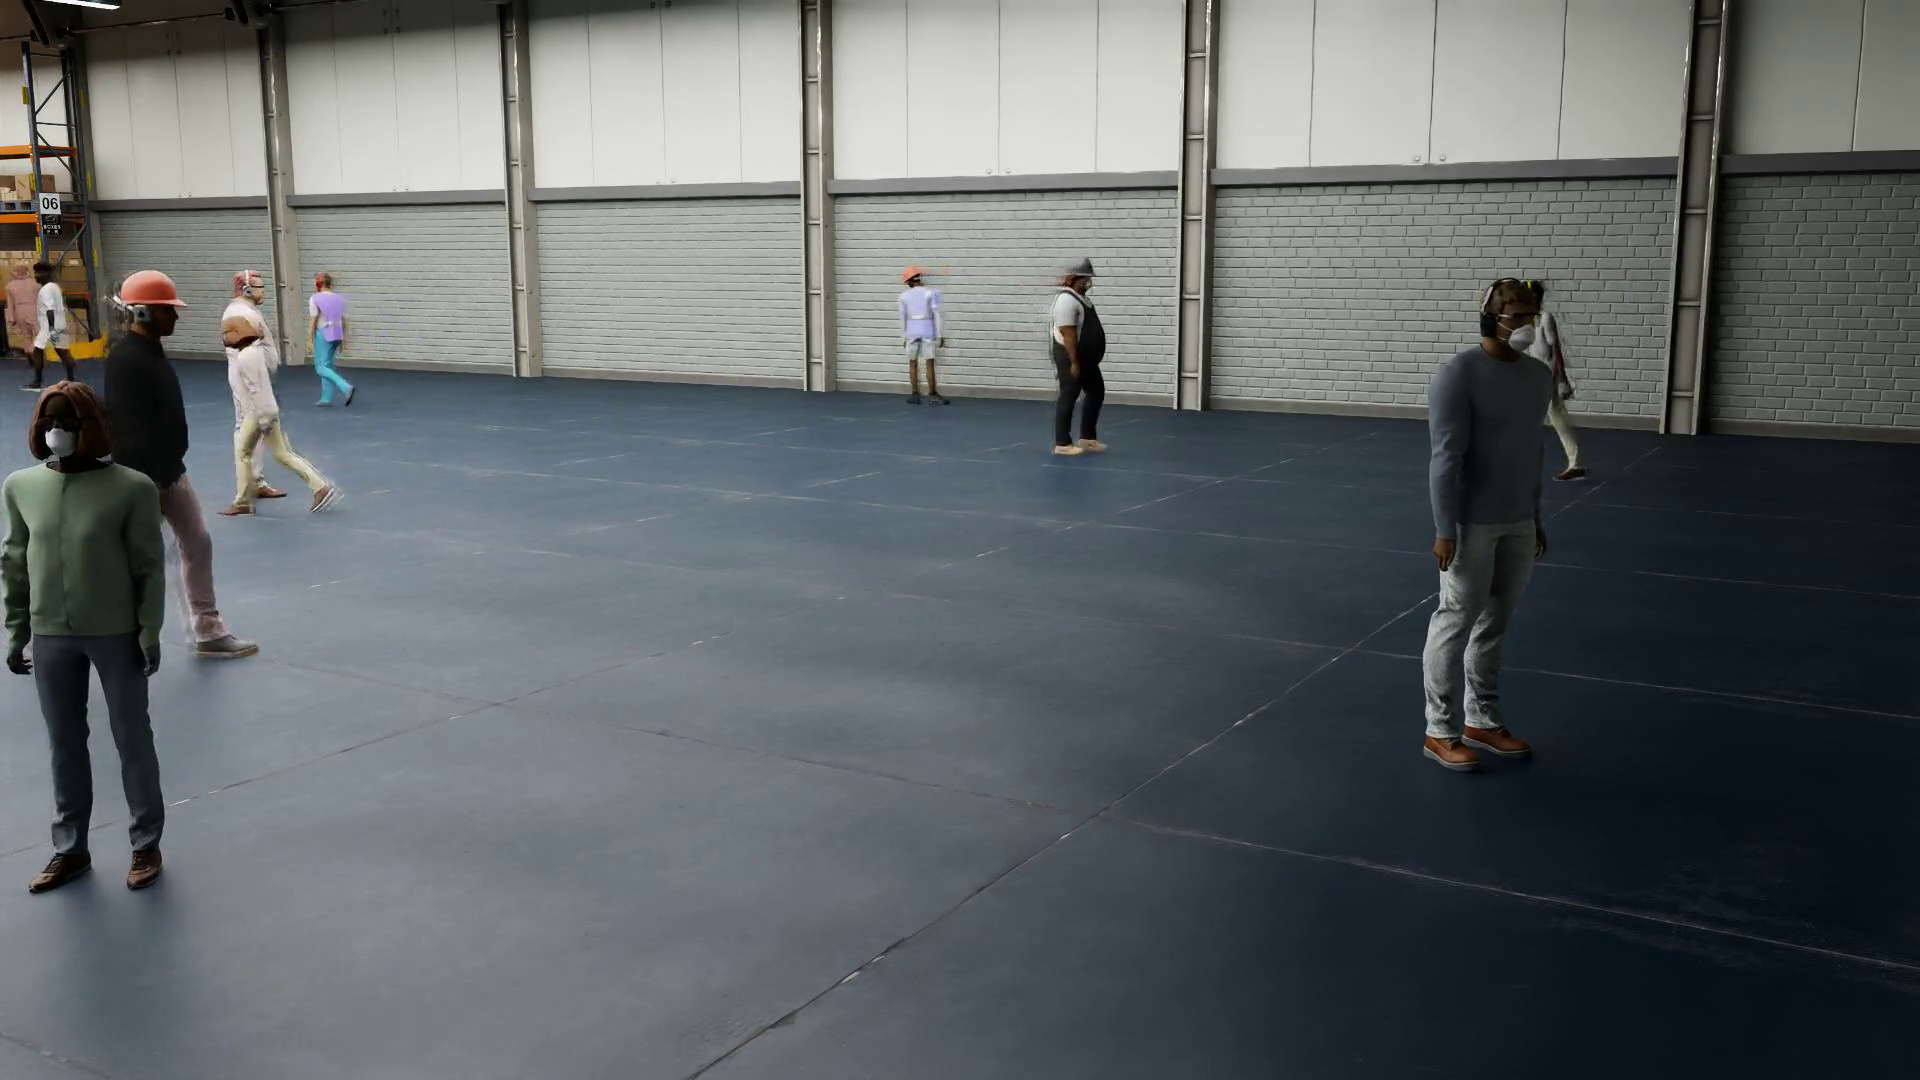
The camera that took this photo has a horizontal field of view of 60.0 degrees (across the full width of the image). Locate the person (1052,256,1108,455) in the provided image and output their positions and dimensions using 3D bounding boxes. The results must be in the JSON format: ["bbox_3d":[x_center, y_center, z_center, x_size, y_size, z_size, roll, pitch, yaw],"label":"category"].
[{"bbox_3d":[1.264,-1.868,16.876,0.658,2.000,0.713,3,10,19],"label":"person"}]

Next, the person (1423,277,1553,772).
[{"bbox_3d":[2.104,-0.064,6.611,0.631,1.938,0.362,-6,11,-32],"label":"person"}]

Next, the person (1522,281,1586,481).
[{"bbox_3d":[5.226,-1.427,15.015,0.984,1.791,0.525,2,10,13],"label":"person"}]

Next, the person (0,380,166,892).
[{"bbox_3d":[-2.788,0.309,5.313,0.499,1.636,0.286,-1,10,-4],"label":"person"}]

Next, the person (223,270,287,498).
[{"bbox_3d":[-5.934,-1.307,13.987,0.403,1.906,0.652,-7,12,-35],"label":"person"}]

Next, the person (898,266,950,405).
[{"bbox_3d":[-0.466,-2.782,22.711,0.735,1.891,0.414,1,10,8],"label":"person"}]

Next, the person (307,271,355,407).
[{"bbox_3d":[-8.402,-2.660,22.150,0.686,1.824,0.585,3,10,16],"label":"person"}]

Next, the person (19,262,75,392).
[{"bbox_3d":[-13.706,-3.176,24.849,0.875,1.931,0.612,-1,10,-8],"label":"person"}]

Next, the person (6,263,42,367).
[{"bbox_3d":[-16.921,-4.071,30.208,0.684,1.888,0.709,-1,10,-3],"label":"person"}]

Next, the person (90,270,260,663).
[{"bbox_3d":[-4.058,-0.340,8.181,0.921,1.963,0.622,-1,10,-4],"label":"person"}]

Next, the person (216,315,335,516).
[{"bbox_3d":[-5.379,-0.970,12.997,0.830,1.579,0.508,-1,10,-7],"label":"person"}]
